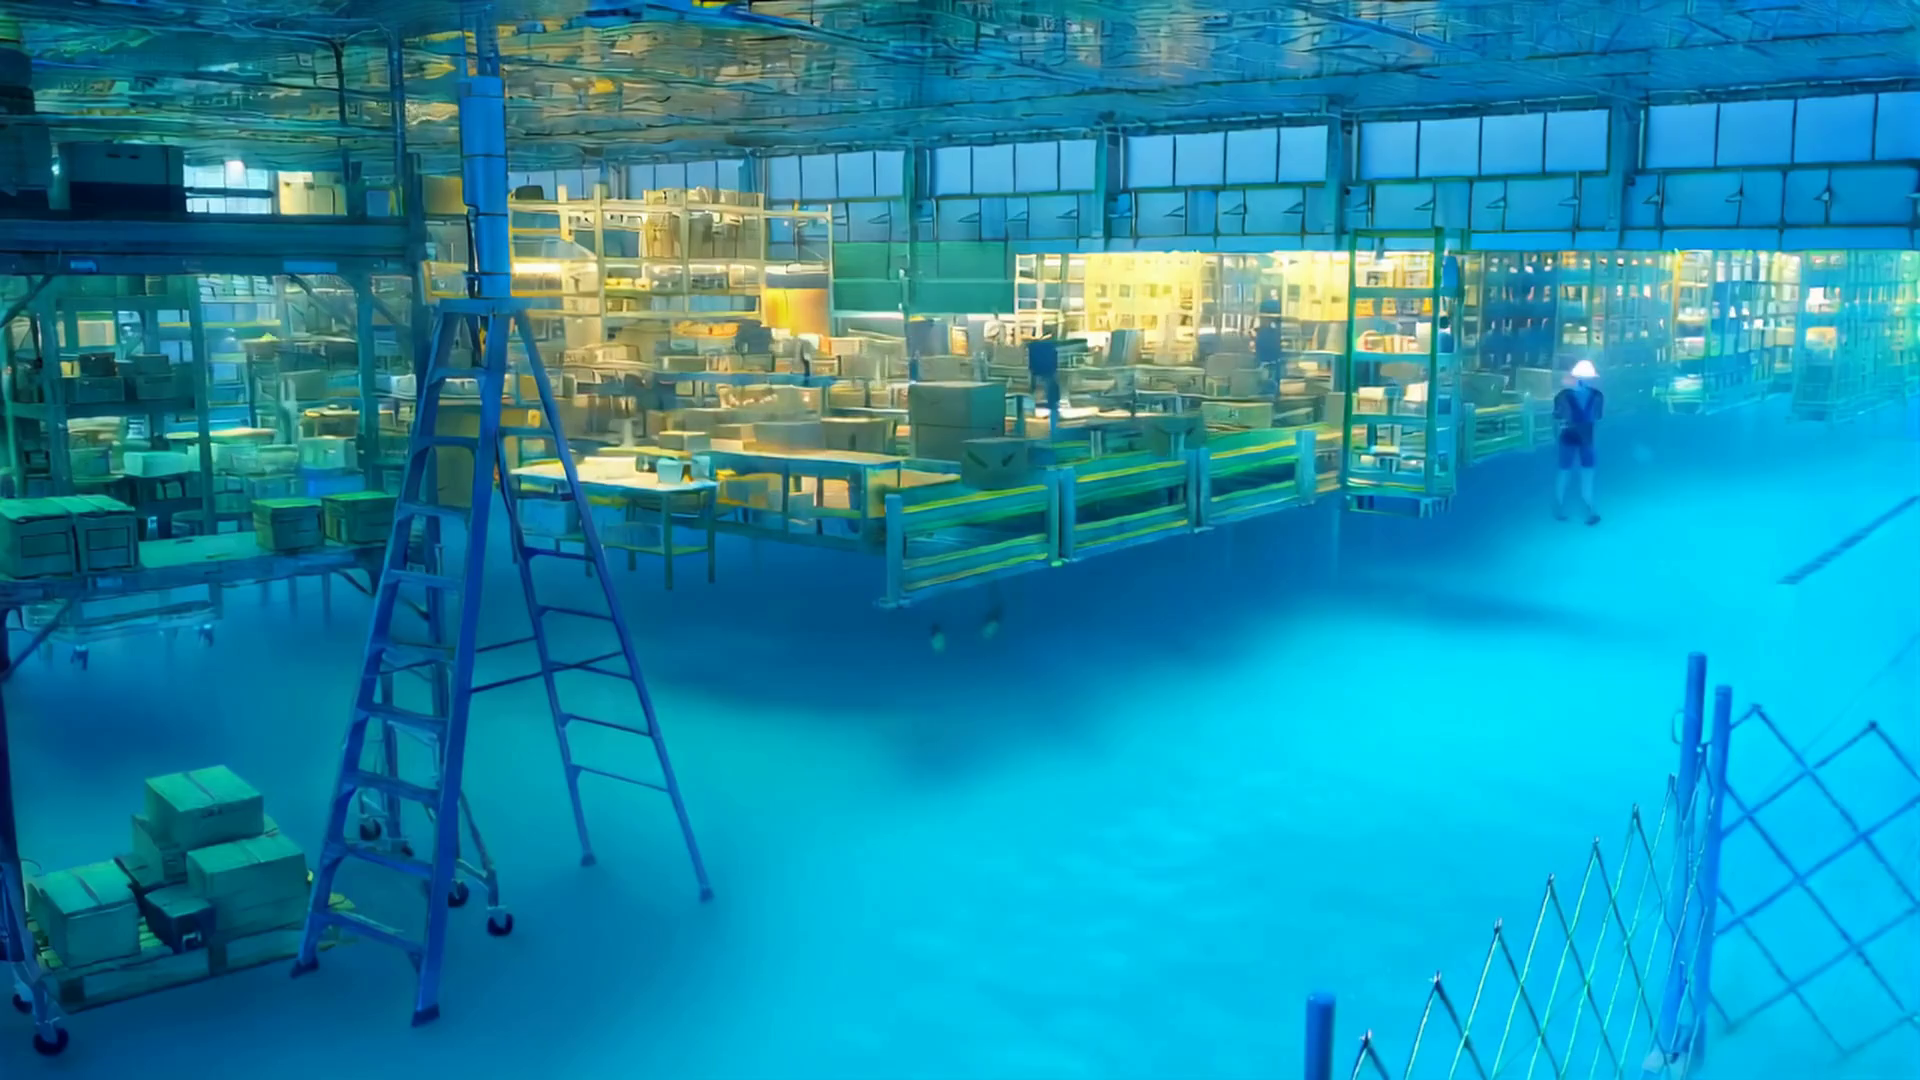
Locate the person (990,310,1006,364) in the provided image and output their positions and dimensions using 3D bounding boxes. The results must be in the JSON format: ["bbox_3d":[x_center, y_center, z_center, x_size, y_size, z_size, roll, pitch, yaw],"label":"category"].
[{"bbox_3d":[1.227,-6.619,54.610,0.612,1.829,0.403,6,11,31],"label":"person"}]

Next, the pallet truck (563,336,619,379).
[{"bbox_3d":[-10.690,-5.294,48.215,1.601,1.201,0.680,-5,10,-26],"label":"pallet truck"}]

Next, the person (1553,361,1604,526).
[{"bbox_3d":[7.496,-1.176,20.158,0.617,1.979,1.115,0,9,2],"label":"person"}]

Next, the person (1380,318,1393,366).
[{"bbox_3d":[12.384,-5.571,48.179,0.955,1.797,0.594,9,13,43],"label":"person"}]

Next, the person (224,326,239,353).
[{"bbox_3d":[-18.062,-4.428,41.184,0.530,1.754,0.457,8,12,41],"label":"person"}]

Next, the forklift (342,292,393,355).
[{"bbox_3d":[-16.485,-5.622,45.120,1.129,2.768,1.873,7,11,37],"label":"forklift"}]

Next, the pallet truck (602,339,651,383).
[{"bbox_3d":[-8.991,-4.871,45.351,0.653,1.274,1.630,7,11,37],"label":"pallet truck"}]

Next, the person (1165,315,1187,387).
[{"bbox_3d":[5.783,-5.074,44.622,0.631,1.936,0.430,5,10,30],"label":"person"}]

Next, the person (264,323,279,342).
[{"bbox_3d":[-19.121,-5.228,46.403,0.545,1.658,0.848,5,10,27],"label":"person"}]
